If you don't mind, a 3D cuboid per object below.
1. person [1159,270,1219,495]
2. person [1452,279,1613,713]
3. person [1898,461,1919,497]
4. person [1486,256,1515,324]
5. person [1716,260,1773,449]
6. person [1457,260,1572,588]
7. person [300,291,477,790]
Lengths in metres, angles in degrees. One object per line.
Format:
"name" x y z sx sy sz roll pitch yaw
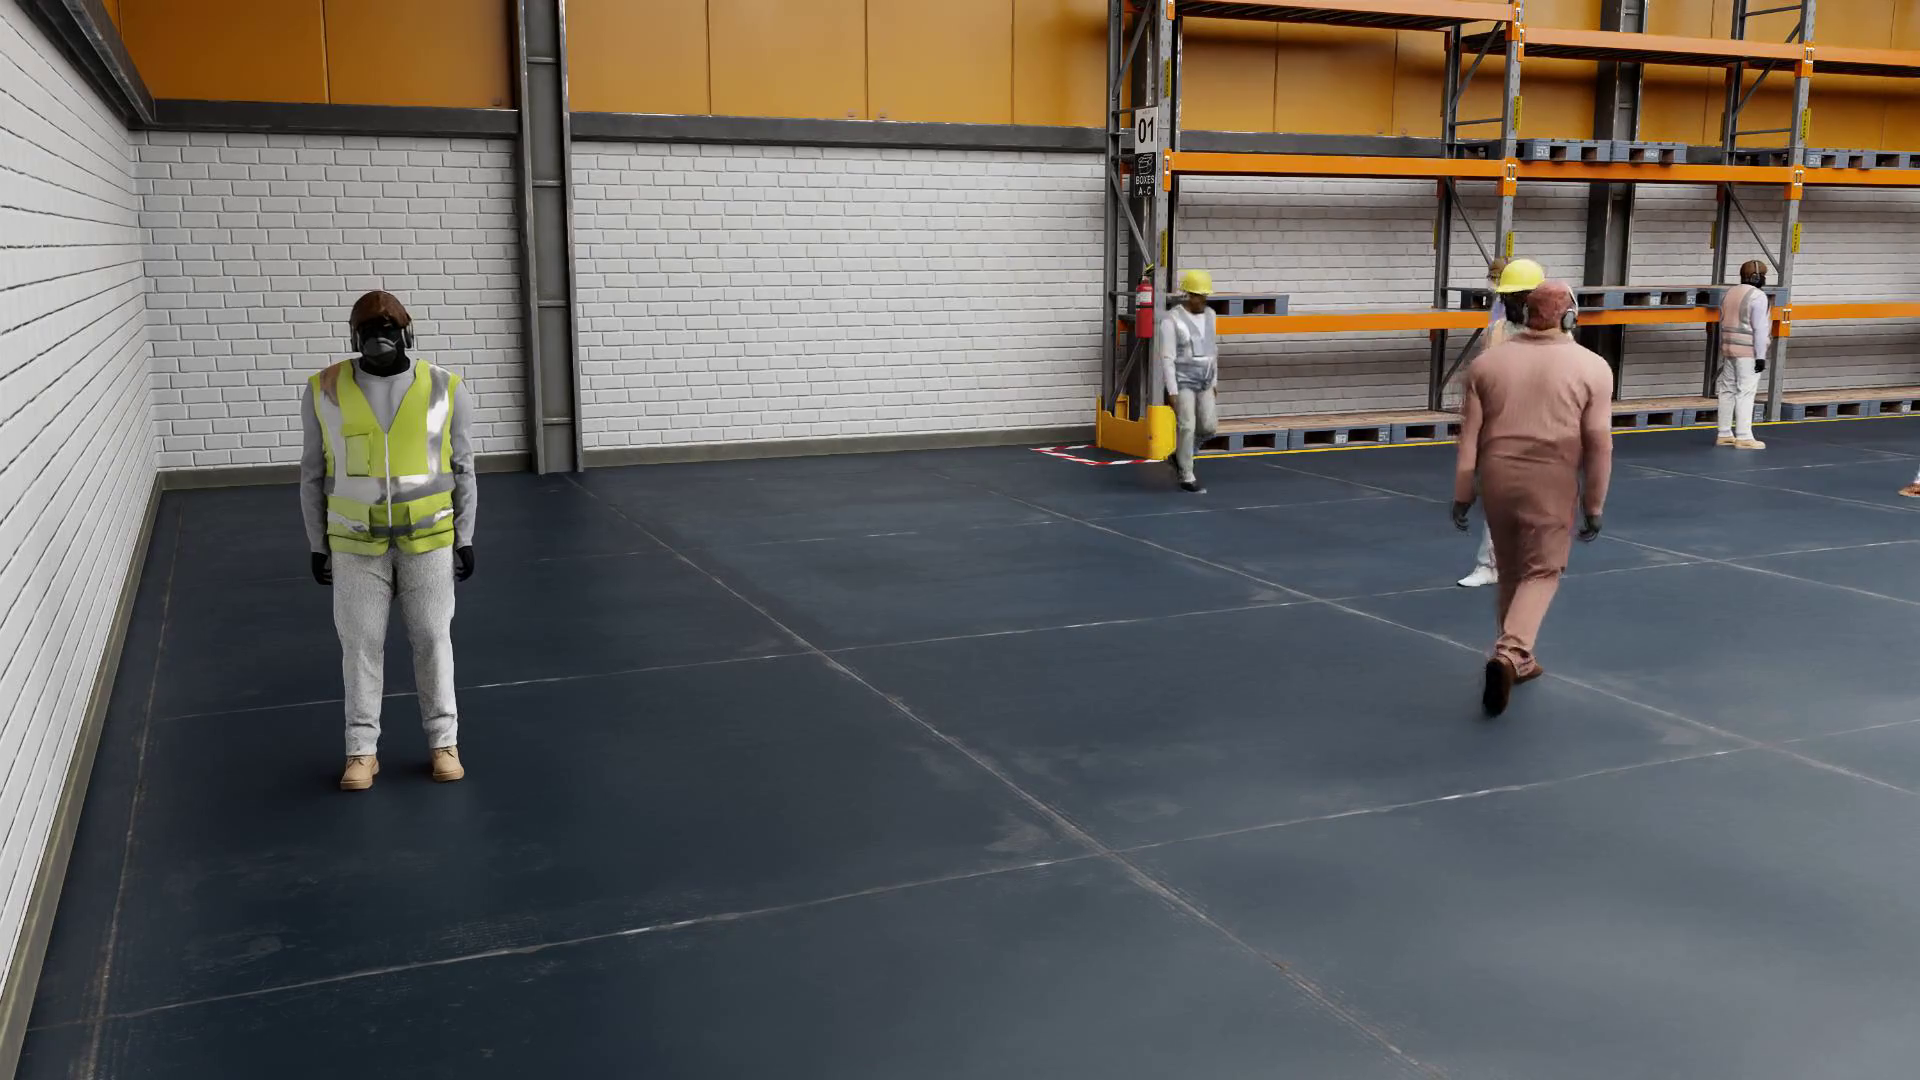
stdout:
"person" 1.839 -1.260 13.352 0.622 1.802 0.541 -8 13 -37
"person" 2.488 -0.205 7.311 0.657 1.870 0.874 9 13 40
"person" 7.968 -1.296 13.105 0.877 1.965 0.610 -2 10 -11
"person" 4.117 -1.153 12.442 0.488 1.912 0.653 0 10 1
"person" 7.723 -1.821 16.360 0.430 1.843 0.625 -2 10 -9
"person" 3.203 -0.632 9.574 0.479 1.922 0.614 -8 13 -37
"person" -2.111 0.004 6.196 0.627 1.844 0.429 -3 11 -18
